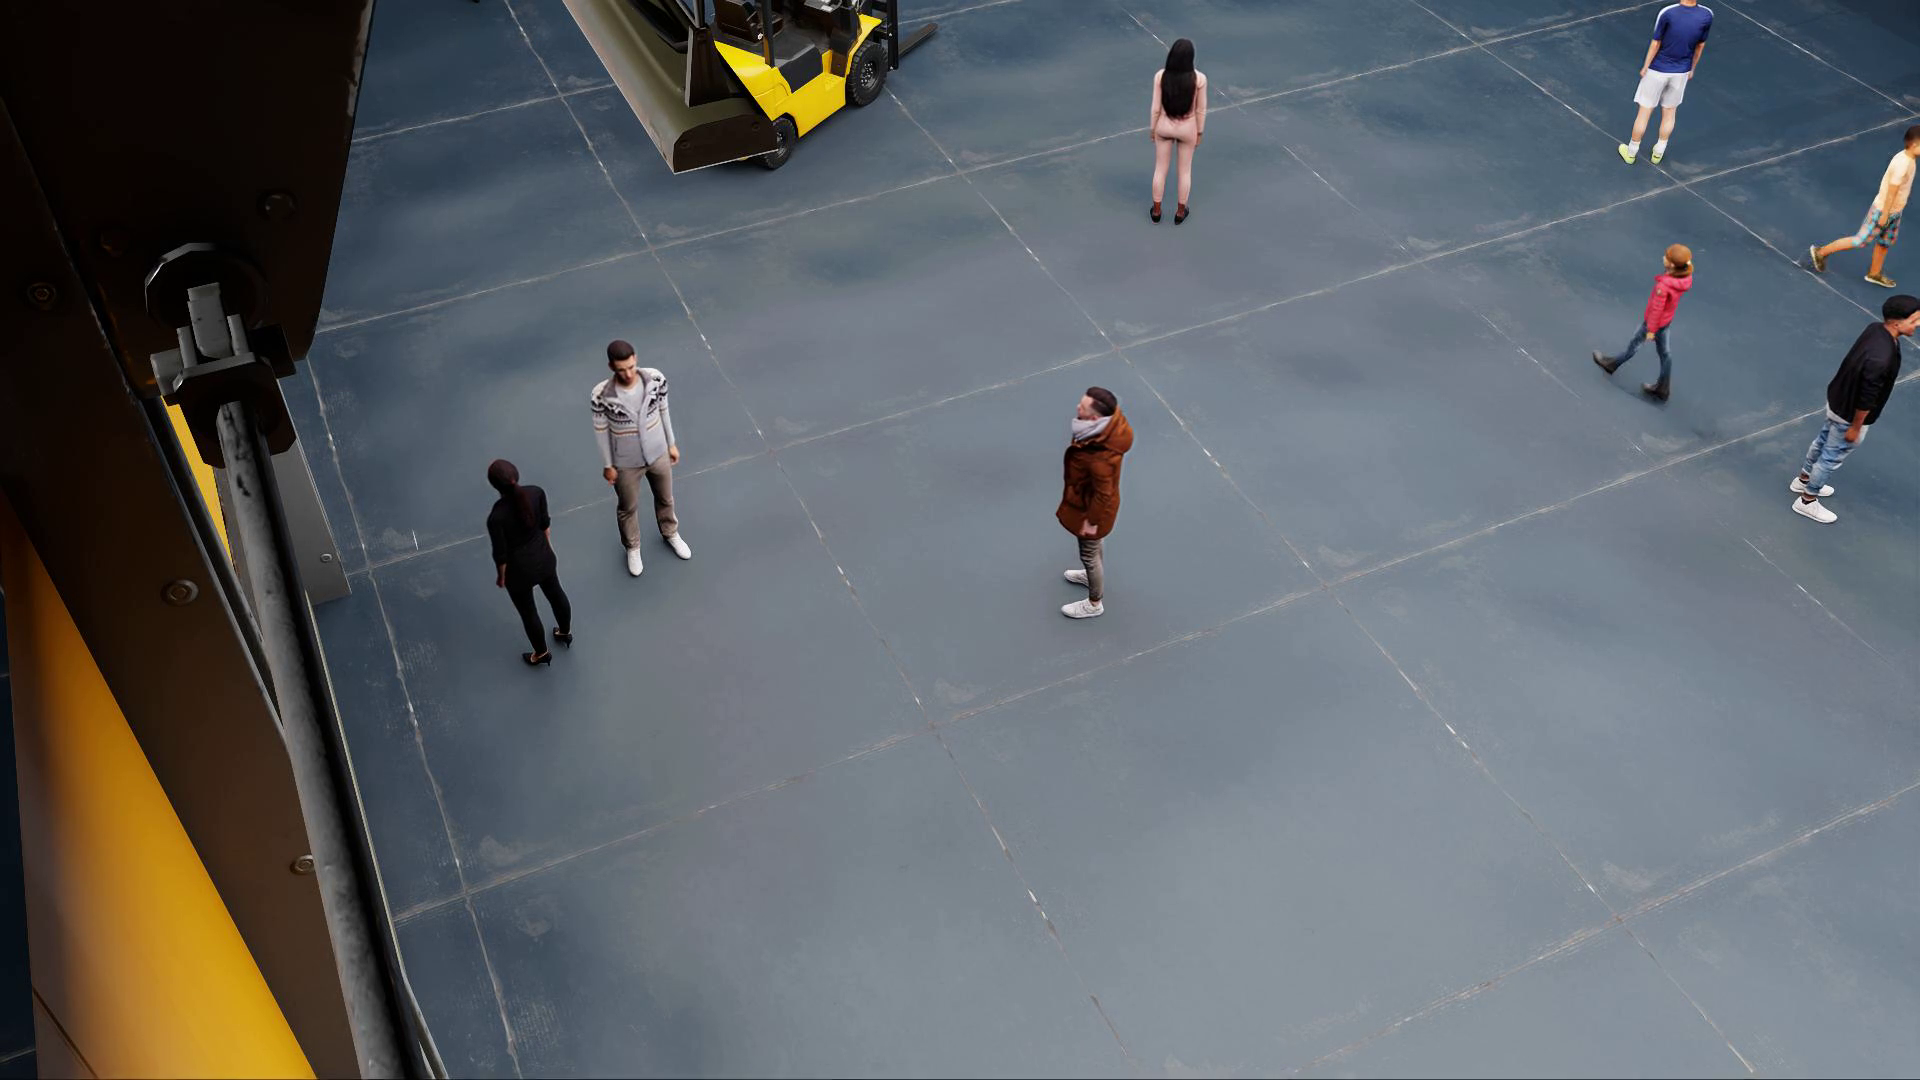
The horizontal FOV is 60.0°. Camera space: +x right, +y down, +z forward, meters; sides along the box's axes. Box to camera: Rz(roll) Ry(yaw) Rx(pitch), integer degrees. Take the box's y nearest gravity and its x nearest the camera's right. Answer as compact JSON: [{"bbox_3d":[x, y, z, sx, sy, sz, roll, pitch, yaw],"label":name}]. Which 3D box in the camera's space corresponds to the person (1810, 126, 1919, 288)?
[{"bbox_3d":[7.601,-2.774,13.788,1.022,1.440,0.842,25,49,24],"label":"person"}]

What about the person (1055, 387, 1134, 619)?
[{"bbox_3d":[0.874,-0.253,10.854,0.905,1.837,0.818,5,44,5],"label":"person"}]

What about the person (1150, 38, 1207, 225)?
[{"bbox_3d":[1.864,-3.521,14.369,0.698,1.721,0.724,8,44,8],"label":"person"}]

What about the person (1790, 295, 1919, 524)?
[{"bbox_3d":[6.233,-0.953,11.606,0.836,1.813,0.780,15,46,15],"label":"person"}]

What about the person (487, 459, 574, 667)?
[{"bbox_3d":[-2.745,0.151,10.558,0.701,1.661,0.691,27,50,26],"label":"person"}]

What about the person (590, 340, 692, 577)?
[{"bbox_3d":[-2.162,-0.597,11.198,0.699,1.860,0.572,-21,48,-21],"label":"person"}]

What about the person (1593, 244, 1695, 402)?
[{"bbox_3d":[5.394,-1.640,12.711,0.668,1.284,0.951,-28,50,-27],"label":"person"}]

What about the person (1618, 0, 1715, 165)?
[{"bbox_3d":[6.427,-4.273,15.072,0.721,1.839,0.721,2,44,2],"label":"person"}]
